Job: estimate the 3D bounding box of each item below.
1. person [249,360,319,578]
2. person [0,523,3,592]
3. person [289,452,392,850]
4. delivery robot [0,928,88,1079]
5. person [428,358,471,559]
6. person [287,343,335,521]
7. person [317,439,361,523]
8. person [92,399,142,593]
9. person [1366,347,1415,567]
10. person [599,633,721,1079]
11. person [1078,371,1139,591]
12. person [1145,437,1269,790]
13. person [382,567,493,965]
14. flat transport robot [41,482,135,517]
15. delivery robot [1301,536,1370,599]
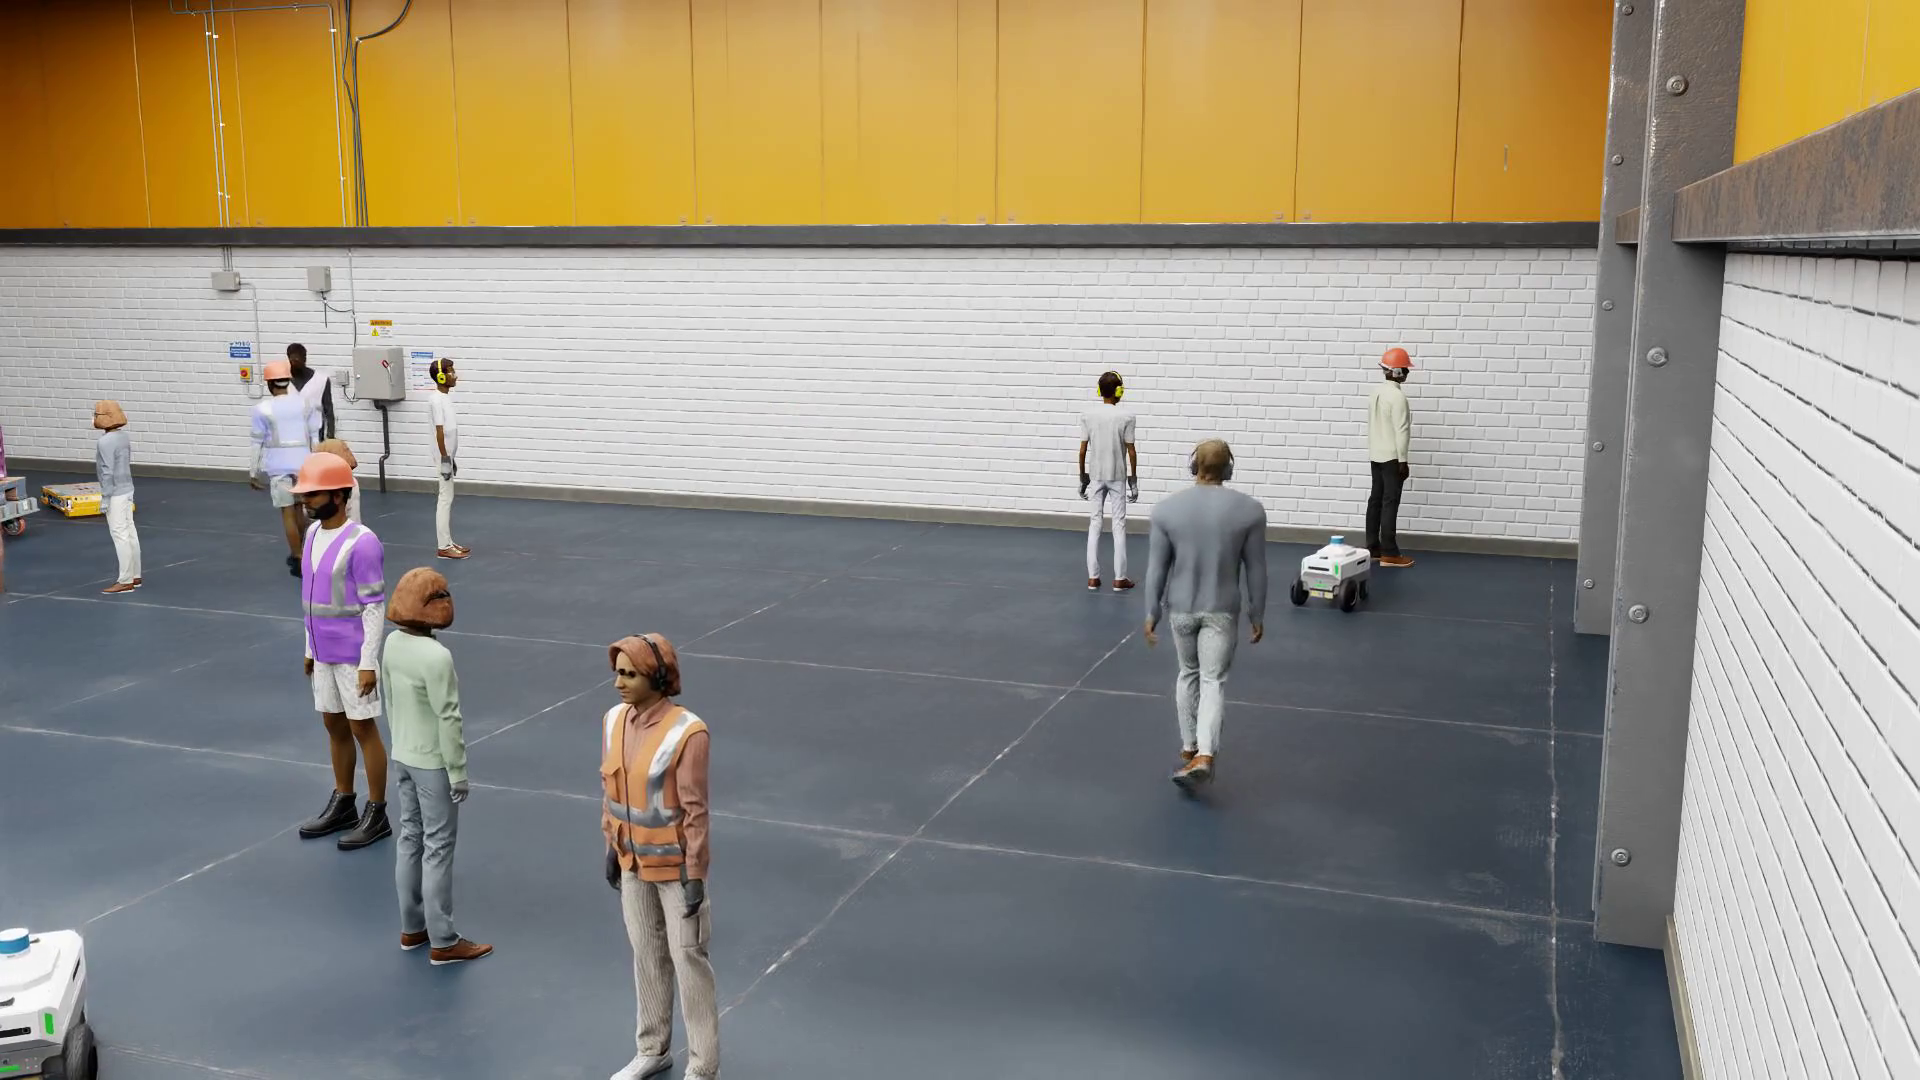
[{"bbox_3d":[-6.026,-0.642,14.799,0.572,1.905,0.822,-9,13,-41],"label":"person"},{"bbox_3d":[-6.182,0.175,10.115,0.682,1.947,0.754,-4,11,-22],"label":"person"},{"bbox_3d":[-3.021,0.536,8.088,0.543,1.939,0.361,7,12,35],"label":"person"},{"bbox_3d":[-3.268,1.592,5.773,0.477,0.478,0.707,-4,11,-20],"label":"delivery robot"},{"bbox_3d":[-4.801,-0.764,15.592,0.328,1.876,0.514,-2,10,-13],"label":"person"},{"bbox_3d":[-6.947,-1.148,17.670,0.613,1.901,0.434,-1,10,-5],"label":"person"},{"bbox_3d":[-4.165,0.127,11.248,0.269,1.632,0.504,-1,10,-5],"label":"person"},{"bbox_3d":[-7.134,-0.370,14.042,0.280,1.636,0.500,-1,10,-8],"label":"person"},{"bbox_3d":[3.939,-0.760,15.223,0.379,1.996,0.611,-2,10,-13],"label":"person"},{"bbox_3d":[-1.030,1.115,5.697,0.518,1.633,0.313,8,13,39],"label":"person"},{"bbox_3d":[1.260,-0.501,14.136,0.532,1.864,0.312,4,11,20],"label":"person"},{"bbox_3d":[1.326,0.398,9.041,0.659,1.897,0.920,3,11,18],"label":"person"},{"bbox_3d":[-2.167,0.917,6.806,0.502,1.633,0.282,10,14,43],"label":"person"},{"bbox_3d":[-9.680,-0.467,18.434,0.652,0.197,1.431,-8,13,-38],"label":"flat transport robot"},{"bbox_3d":[3.068,0.210,13.559,0.477,0.478,0.707,7,12,35],"label":"delivery robot"}]
